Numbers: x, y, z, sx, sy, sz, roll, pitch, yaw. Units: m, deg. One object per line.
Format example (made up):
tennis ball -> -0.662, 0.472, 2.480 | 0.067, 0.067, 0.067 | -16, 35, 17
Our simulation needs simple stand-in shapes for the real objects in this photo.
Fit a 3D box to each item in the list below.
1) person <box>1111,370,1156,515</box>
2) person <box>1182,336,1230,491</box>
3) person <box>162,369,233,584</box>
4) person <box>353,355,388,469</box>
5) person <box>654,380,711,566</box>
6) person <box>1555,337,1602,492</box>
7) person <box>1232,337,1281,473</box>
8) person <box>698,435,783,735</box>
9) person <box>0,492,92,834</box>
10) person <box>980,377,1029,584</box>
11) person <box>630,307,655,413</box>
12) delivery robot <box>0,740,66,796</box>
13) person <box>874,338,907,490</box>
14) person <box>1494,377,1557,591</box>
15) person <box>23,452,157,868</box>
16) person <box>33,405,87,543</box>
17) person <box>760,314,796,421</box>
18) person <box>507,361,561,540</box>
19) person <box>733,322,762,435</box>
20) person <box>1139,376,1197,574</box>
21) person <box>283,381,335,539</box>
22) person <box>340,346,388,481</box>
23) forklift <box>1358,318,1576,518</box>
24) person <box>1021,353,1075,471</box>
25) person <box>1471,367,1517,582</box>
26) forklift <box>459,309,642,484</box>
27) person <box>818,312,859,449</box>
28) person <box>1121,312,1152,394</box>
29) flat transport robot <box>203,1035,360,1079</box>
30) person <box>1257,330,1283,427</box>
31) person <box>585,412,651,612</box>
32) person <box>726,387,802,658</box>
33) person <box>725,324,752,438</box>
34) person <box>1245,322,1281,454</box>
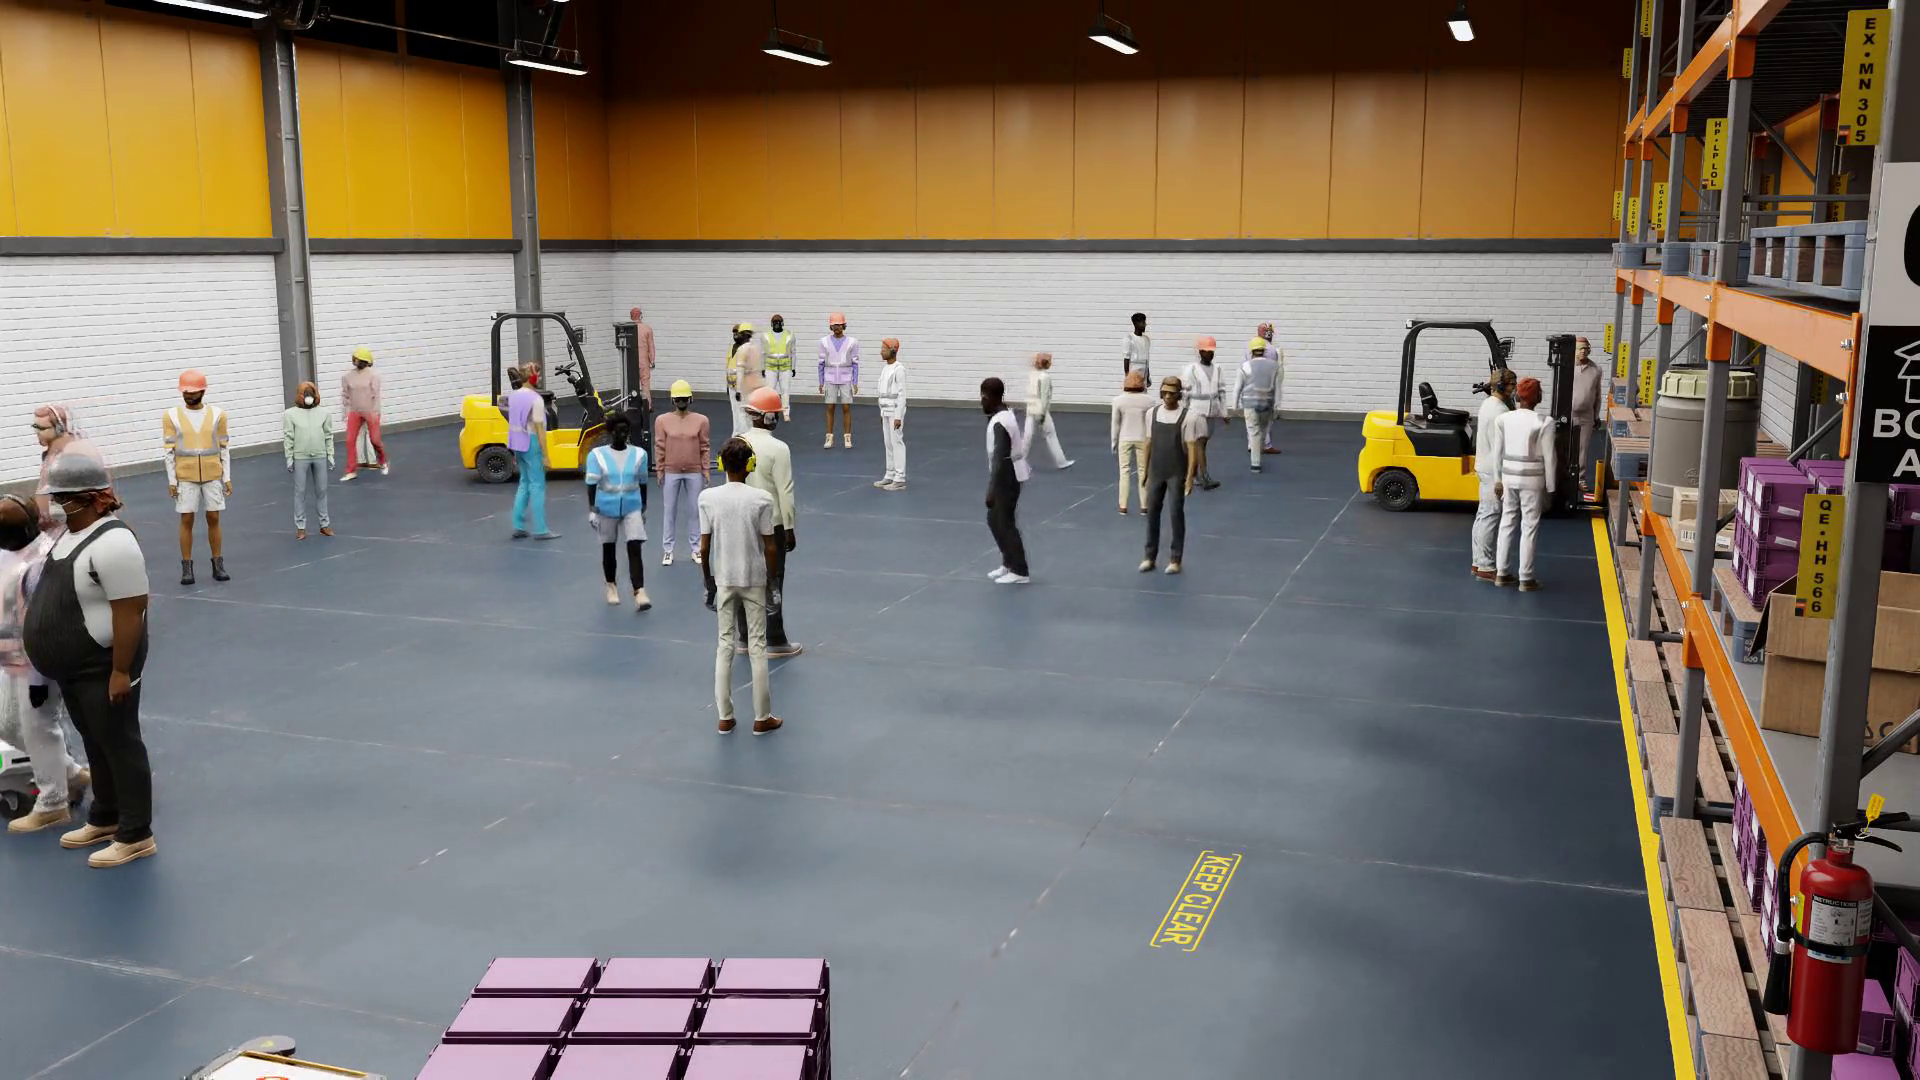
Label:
person -> 1.958, -1.093, 18.721 | 0.506, 1.631, 0.267 | 1, 10, 5
person -> 3.074, -1.569, 20.630 | 0.543, 1.896, 0.962 | -5, 11, -25
person -> -6.832, -0.572, 14.946 | 0.545, 1.933, 0.376 | -6, 12, -30
person -> -8.041, -1.772, 22.539 | 0.500, 1.636, 0.282 | 6, 12, 31
person -> -2.628, -0.639, 15.793 | 0.523, 1.769, 0.324 | -2, 10, -14
person -> 7.573, -1.534, 20.436 | 0.639, 1.910, 0.406 | 0, 10, -2
person -> 3.946, -1.823, 22.351 | 0.624, 1.799, 0.815 | -2, 10, -9
person -> -1.352, 0.282, 10.310 | 0.512, 1.873, 0.328 | 2, 10, 9
person -> -4.748, 0.634, 8.524 | 0.432, 1.806, 0.695 | -9, 13, -41
person -> 0.402, -0.518, 14.805 | 0.488, 1.872, 0.638 | 0, 10, 1
person -> -5.823, -3.239, 30.040 | 0.646, 1.907, 0.401 | 0, 10, 0
delivery robot -> -5.063, 1.126, 8.999 | 0.477, 0.478, 0.707 | -7, 12, -34
person -> -0.852, -1.562, 20.662 | 0.352, 1.883, 0.580 | -5, 11, -24
person -> 4.961, -0.489, 14.632 | 0.390, 1.881, 0.578 | -8, 13, -39
person -> -4.283, 0.577, 8.168 | 0.539, 2.000, 0.689 | -10, 14, -44
person -> -6.726, -0.076, 12.362 | 1.003, 1.847, 0.671 | -5, 11, -28
person -> -3.127, -2.960, 28.654 | 0.623, 1.844, 0.430 | -1, 10, -6
person -> -4.428, -0.910, 17.105 | 0.406, 1.848, 0.565 | -9, 14, -42
person -> -3.163, -2.255, 24.557 | 0.437, 1.891, 0.614 | 3, 11, 17
person -> 1.918, -0.607, 15.415 | 0.529, 1.836, 0.375 | 6, 12, 30
person -> -6.742, -0.833, 17.255 | 0.499, 1.634, 0.288 | -7, 12, -35
person -> -7.762, -1.649, 21.568 | 0.568, 1.735, 0.565 | 1, 10, 5
forklift -> 5.787, -1.437, 19.079 | 2.313, 2.155, 1.214 | 3, 11, 19
person -> 1.115, -1.718, 22.363 | 0.847, 1.592, 0.514 | -5, 11, -27
person -> 4.839, -0.592, 15.041 | 0.355, 1.938, 0.637 | 2, 10, 9
forklift -> -5.354, -1.902, 21.697 | 2.313, 2.155, 1.214 | -2, 10, -13
person -> -1.809, -2.371, 24.766 | 0.607, 2.044, 0.378 | 0, 10, 0
person -> 2.821, -2.627, 26.420 | 0.367, 1.966, 0.607 | 10, 14, 44
flat transport robot -> -2.434, 1.986, 5.219 | 0.652, 0.197, 1.431 | 3, 11, 19
person -> 4.732, -2.446, 25.926 | 0.613, 1.783, 0.925 | 3, 11, 18
person -> -2.818, -0.231, 13.777 | 0.545, 1.649, 0.856 | -4, 11, -21
person -> -1.444, -0.130, 12.282 | 0.623, 1.992, 0.397 | 8, 13, 37
person -> -3.317, -2.330, 25.092 | 0.633, 1.846, 0.429 | 9, 14, 42
person -> 4.434, -2.209, 24.241 | 0.409, 1.909, 0.643 | -6, 12, -30
